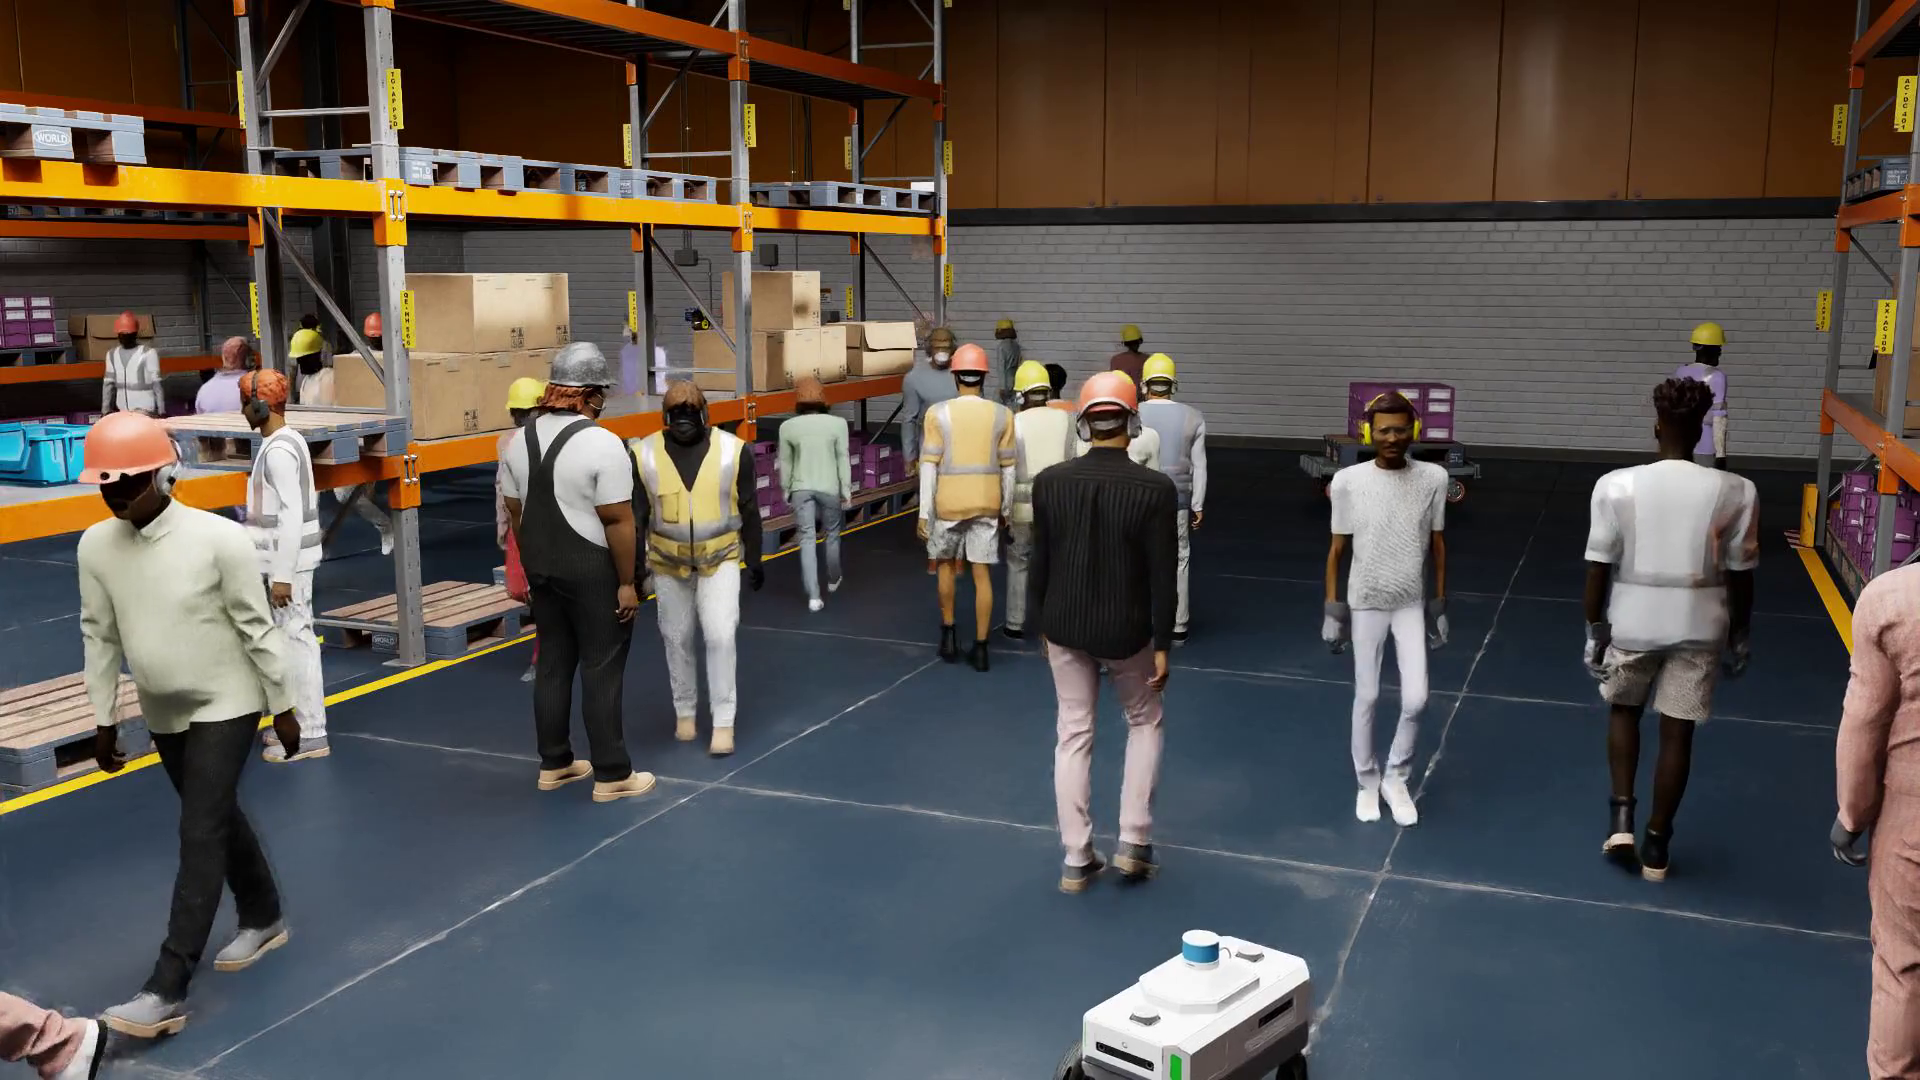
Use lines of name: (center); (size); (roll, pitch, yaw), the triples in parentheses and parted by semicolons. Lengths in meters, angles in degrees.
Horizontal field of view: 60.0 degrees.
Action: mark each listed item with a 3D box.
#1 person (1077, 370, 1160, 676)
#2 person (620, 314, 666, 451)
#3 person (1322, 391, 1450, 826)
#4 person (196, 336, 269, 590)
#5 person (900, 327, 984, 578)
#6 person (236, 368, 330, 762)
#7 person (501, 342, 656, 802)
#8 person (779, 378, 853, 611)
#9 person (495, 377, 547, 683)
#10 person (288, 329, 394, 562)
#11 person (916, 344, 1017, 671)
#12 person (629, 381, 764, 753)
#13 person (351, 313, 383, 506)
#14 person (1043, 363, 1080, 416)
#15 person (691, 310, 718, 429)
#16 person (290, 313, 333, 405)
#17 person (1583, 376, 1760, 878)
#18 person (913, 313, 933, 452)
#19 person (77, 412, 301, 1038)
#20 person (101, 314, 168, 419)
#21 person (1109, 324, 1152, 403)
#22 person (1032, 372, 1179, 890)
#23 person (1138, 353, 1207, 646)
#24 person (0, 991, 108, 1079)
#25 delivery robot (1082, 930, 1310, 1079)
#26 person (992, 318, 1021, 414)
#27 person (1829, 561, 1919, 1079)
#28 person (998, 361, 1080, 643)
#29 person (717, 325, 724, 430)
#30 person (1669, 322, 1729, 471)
person: (0.908, -0.096, 9.651); (0.523, 1.769, 0.322); (-3, 10, -15)
person: (-3.098, -1.286, 16.380); (0.645, 1.925, 0.503); (9, 13, 43)
person: (1.801, 0.301, 6.995); (0.552, 1.850, 0.514); (1, 9, 6)
person: (-5.097, -0.507, 11.813); (0.645, 1.877, 0.815); (3, 10, 18)
person: (-0.132, -0.651, 12.583); (0.642, 1.909, 0.653); (1, 9, 4)
person: (-3.243, 0.118, 7.996); (0.337, 1.884, 0.583); (-3, 10, -20)
person: (-1.665, 0.130, 7.453); (0.688, 2.000, 0.536); (6, 11, 33)
person: (-1.001, -0.336, 11.625); (0.515, 1.579, 0.871); (0, 9, -1)
person: (-2.404, -0.077, 9.597); (0.544, 1.744, 0.557); (4, 10, 22)
person: (-4.988, -0.754, 13.309); (0.879, 1.882, 0.593); (-9, 13, -43)
person: (0.028, -0.204, 9.878); (0.600, 1.906, 0.669); (-2, 9, -9)
person: (-1.292, 0.140, 8.089); (0.653, 1.811, 0.767); (-1, 9, -6)
person: (-5.504, -1.195, 15.830); (0.547, 1.926, 0.390); (-2, 10, -13)
person: (0.710, -0.486, 12.345); (0.531, 1.656, 0.881); (1, 9, 7)
person: (-2.966, -1.748, 19.389); (0.317, 1.860, 0.509); (-4, 10, -22)
person: (-7.496, -1.716, 19.321); (0.529, 1.837, 0.971); (1, 9, 5)
person: (2.748, 0.338, 6.458); (0.614, 1.946, 0.435); (4, 10, 24)
person: (-0.295, -1.610, 18.611); (1.009, 1.855, 0.637); (-2, 10, -10)
person: (-2.492, 0.545, 5.292); (0.627, 1.927, 0.978); (3, 10, 17)
person: (-8.477, -1.357, 16.957); (0.585, 1.869, 1.021); (1, 9, 8)
person: (1.875, -1.435, 17.842); (0.494, 1.747, 0.439); (-7, 12, -38)
person: (0.558, 0.346, 6.375); (0.621, 1.960, 0.570); (4, 10, 22)
person: (1.230, -0.244, 10.355); (0.601, 1.827, 0.404); (0, 9, 0)
person: (-2.703, 0.728, 4.281); (0.716, 1.891, 0.642); (-6, 11, -32)
delivery robot: (0.652, 1.306, 4.524); (0.477, 0.478, 0.707); (8, 13, 40)
person: (0.544, -1.954, 21.091); (0.849, 1.703, 0.509); (7, 11, 35)
person: (2.621, 0.714, 4.321); (0.652, 1.906, 0.402); (4, 10, 21)
person: (0.501, -0.193, 10.162); (0.592, 1.800, 0.875); (-2, 10, -12)
person: (-2.997, -2.196, 21.896); (0.563, 1.923, 0.650); (2, 10, 14)
person: (5.778, -0.731, 13.013); (0.374, 1.928, 0.586); (-3, 10, -18)
